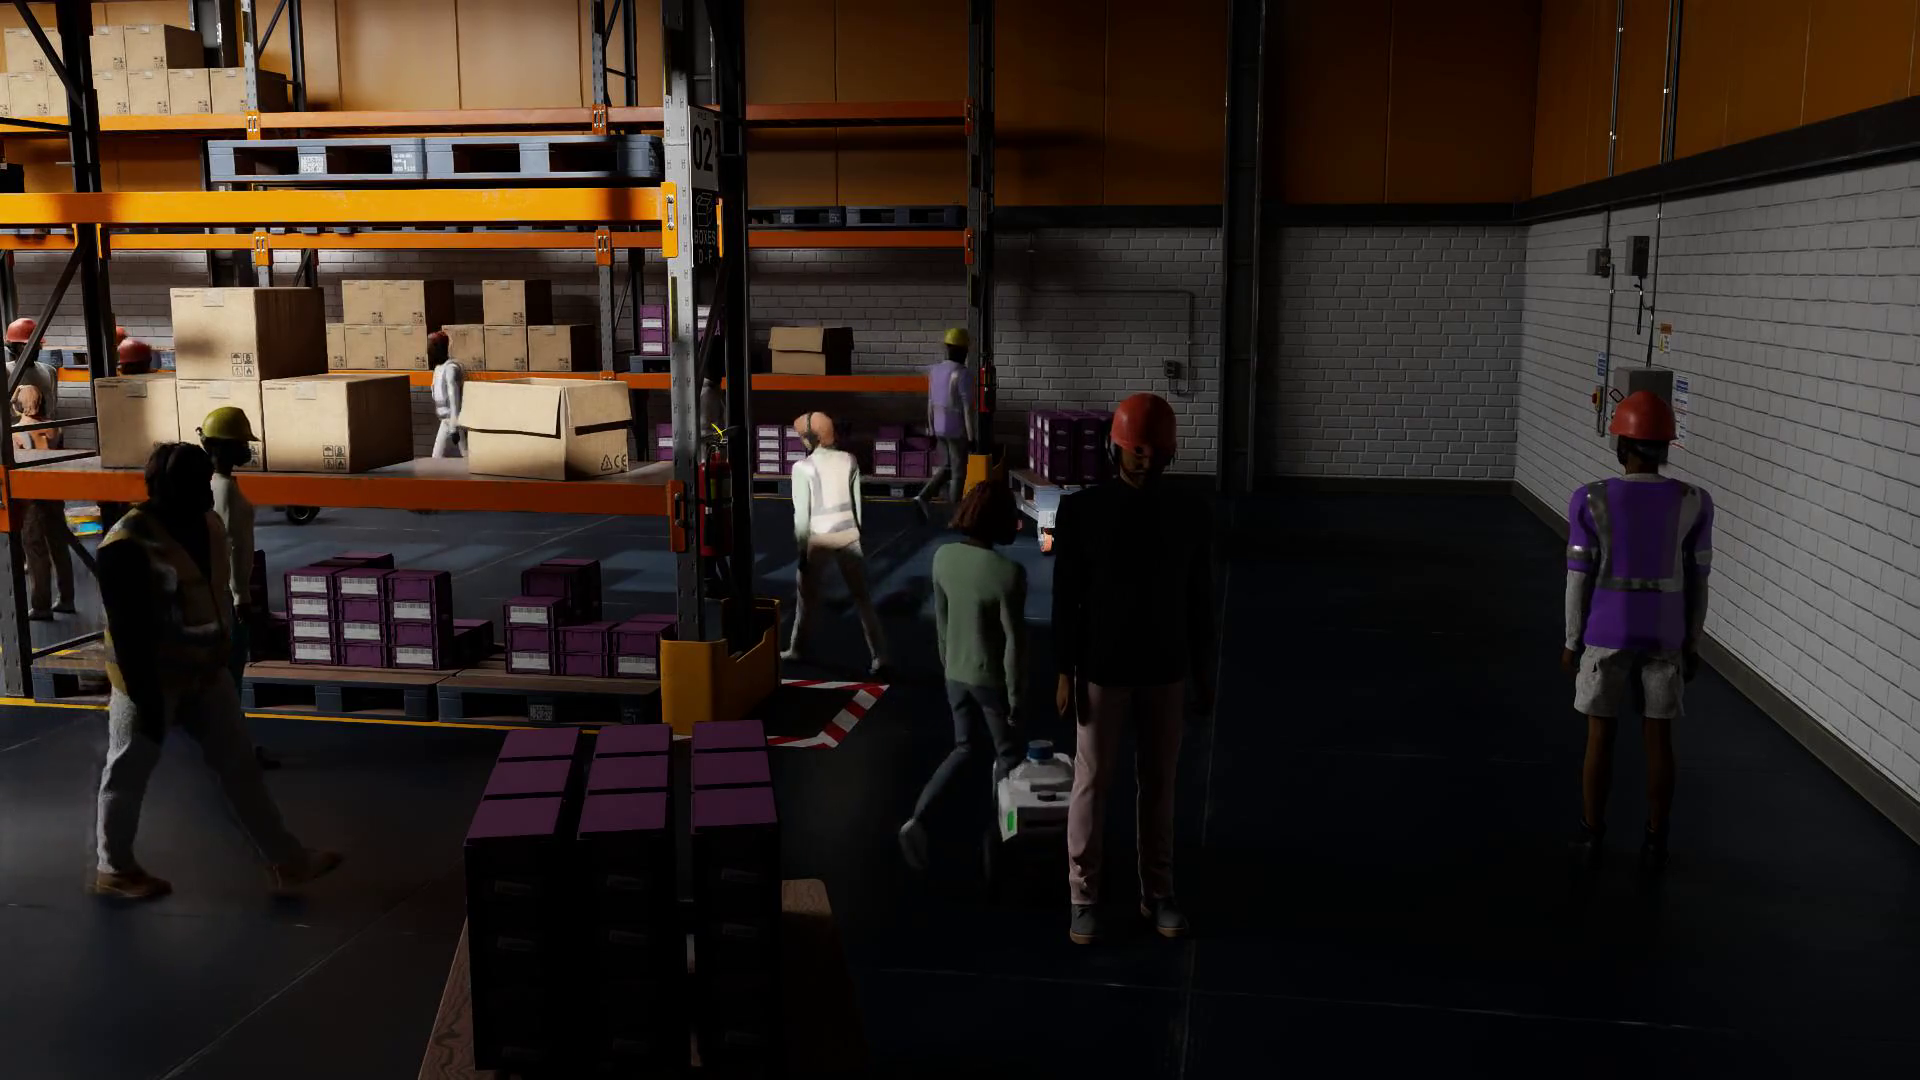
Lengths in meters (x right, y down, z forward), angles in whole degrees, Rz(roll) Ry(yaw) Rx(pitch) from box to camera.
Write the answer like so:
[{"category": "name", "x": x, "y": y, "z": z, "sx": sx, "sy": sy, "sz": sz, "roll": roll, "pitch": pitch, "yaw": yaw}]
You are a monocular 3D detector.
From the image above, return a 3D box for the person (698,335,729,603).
[{"category": "person", "x": -1.789, "y": -0.525, "z": 12.175, "sx": 0.362, "sy": 1.965, "sz": 0.612, "roll": -2, "pitch": 9, "yaw": -11}]

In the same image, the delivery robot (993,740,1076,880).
[{"category": "delivery robot", "x": 0.317, "y": 1.035, "z": 6.571, "sx": 0.477, "sy": 0.478, "sz": 0.707, "roll": 0, "pitch": 9, "yaw": -2}]

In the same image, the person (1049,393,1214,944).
[{"category": "person", "x": 0.626, "y": 0.462, "z": 5.988, "sx": 0.609, "sy": 1.986, "sz": 0.390, "roll": -2, "pitch": 9, "yaw": -12}]

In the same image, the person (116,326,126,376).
[{"category": "person", "x": -7.476, "y": -0.926, "z": 14.752, "sx": 0.366, "sy": 1.937, "sz": 0.542, "roll": -5, "pitch": 11, "yaw": -30}]

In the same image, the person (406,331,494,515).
[{"category": "person", "x": -4.998, "y": -1.154, "z": 16.515, "sx": 1.007, "sy": 1.834, "sz": 0.628, "roll": -7, "pitch": 11, "yaw": -36}]

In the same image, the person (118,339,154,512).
[{"category": "person", "x": -6.014, "y": -0.523, "z": 12.314, "sx": 0.449, "sy": 1.921, "sz": 0.553, "roll": 3, "pitch": 10, "yaw": 20}]

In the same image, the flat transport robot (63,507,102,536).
[{"category": "flat transport robot", "x": -7.942, "y": -0.173, "z": 15.231, "sx": 0.652, "sy": 0.197, "sz": 1.431, "roll": 9, "pitch": 13, "yaw": 44}]

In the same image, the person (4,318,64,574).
[{"category": "person", "x": -7.439, "y": -0.755, "z": 13.359, "sx": 0.393, "sy": 2.041, "sz": 0.613, "roll": 3, "pitch": 10, "yaw": 19}]

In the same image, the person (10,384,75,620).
[{"category": "person", "x": -6.409, "y": -0.262, "z": 11.553, "sx": 0.308, "sy": 1.639, "sz": 0.524, "roll": 2, "pitch": 9, "yaw": 10}]

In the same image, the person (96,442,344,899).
[{"category": "person", "x": -2.893, "y": 0.522, "z": 6.246, "sx": 1.027, "sy": 1.777, "sz": 0.653, "roll": 2, "pitch": 9, "yaw": 13}]

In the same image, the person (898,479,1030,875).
[{"category": "person", "x": 0.055, "y": 0.564, "z": 6.532, "sx": 0.596, "sy": 1.618, "sz": 0.498, "roll": -9, "pitch": 13, "yaw": -44}]

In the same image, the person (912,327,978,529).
[{"category": "person", "x": -0.117, "y": -1.020, "z": 15.460, "sx": 0.563, "sy": 1.903, "sz": 0.591, "roll": -7, "pitch": 12, "yaw": -38}]

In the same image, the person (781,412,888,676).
[{"category": "person", "x": -0.764, "y": 0.024, "z": 9.958, "sx": 0.544, "sy": 1.586, "sz": 0.888, "roll": -7, "pitch": 12, "yaw": -38}]

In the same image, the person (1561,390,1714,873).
[{"category": "person", "x": 2.697, "y": 0.373, "z": 6.675, "sx": 0.546, "sy": 1.942, "sz": 0.346, "roll": 2, "pitch": 9, "yaw": 11}]

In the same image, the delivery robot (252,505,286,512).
[{"category": "delivery robot", "x": -6.555, "y": -0.474, "z": 15.932, "sx": 0.707, "sy": 0.478, "sz": 0.477, "roll": -2, "pitch": 10, "yaw": -16}]

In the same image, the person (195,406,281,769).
[{"category": "person", "x": -3.538, "y": 0.234, "z": 8.087, "sx": 0.328, "sy": 1.765, "sz": 0.528, "roll": -6, "pitch": 11, "yaw": -34}]
